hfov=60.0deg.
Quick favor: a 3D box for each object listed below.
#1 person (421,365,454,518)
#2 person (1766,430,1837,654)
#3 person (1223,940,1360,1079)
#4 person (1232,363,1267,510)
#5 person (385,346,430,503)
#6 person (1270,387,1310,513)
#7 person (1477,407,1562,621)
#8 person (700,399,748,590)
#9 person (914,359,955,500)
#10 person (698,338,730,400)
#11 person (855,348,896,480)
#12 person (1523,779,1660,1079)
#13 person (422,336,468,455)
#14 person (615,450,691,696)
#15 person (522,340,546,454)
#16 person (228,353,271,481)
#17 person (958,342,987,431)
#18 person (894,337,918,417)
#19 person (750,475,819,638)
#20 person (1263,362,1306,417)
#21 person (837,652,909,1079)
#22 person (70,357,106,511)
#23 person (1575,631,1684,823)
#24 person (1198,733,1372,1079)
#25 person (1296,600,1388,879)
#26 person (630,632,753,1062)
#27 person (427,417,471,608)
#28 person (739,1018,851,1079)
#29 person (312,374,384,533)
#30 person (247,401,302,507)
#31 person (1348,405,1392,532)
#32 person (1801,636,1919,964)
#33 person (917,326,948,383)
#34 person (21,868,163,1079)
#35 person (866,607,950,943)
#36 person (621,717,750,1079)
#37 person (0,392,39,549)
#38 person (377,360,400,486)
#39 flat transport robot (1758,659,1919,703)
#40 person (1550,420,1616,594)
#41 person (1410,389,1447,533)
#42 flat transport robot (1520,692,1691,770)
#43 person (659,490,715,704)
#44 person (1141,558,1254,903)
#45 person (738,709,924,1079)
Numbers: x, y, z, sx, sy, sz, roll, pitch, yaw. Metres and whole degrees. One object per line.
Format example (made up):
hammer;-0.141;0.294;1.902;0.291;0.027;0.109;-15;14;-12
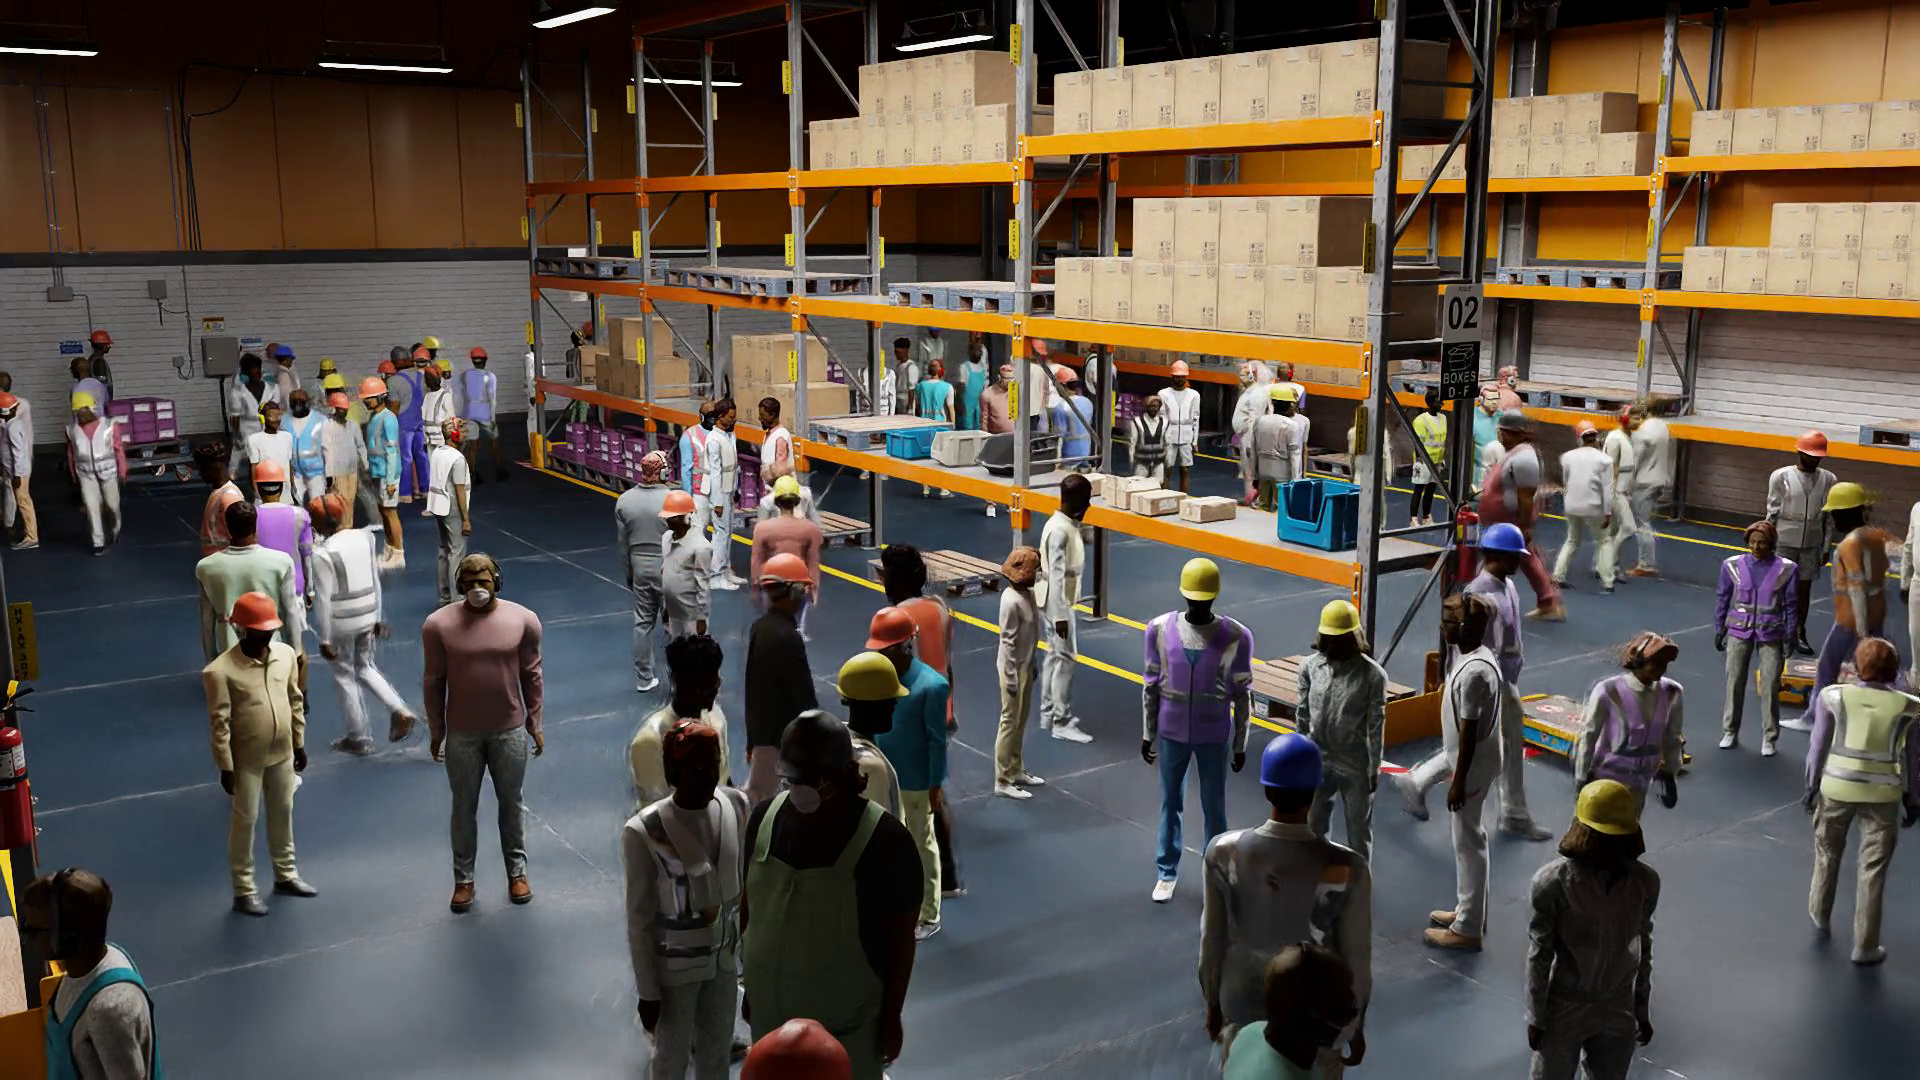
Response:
person;-6.424;-1.209;20.444;0.576;1.883;0.355;9;14;40
person;7.101;0.020;14.060;0.548;1.926;0.387;2;11;8
person;0.807;1.939;4.352;1.027;1.893;0.625;2;11;8
person;3.549;-1.228;20.508;0.399;1.900;0.644;0;11;2
person;-7.211;-1.508;21.572;0.536;2.000;0.688;5;12;26
person;3.562;-0.748;18.179;0.508;1.847;0.345;-1;11;-6
person;5.048;-0.254;15.151;1.031;2.000;0.689;2;11;12
person;-2.363;-0.452;16.521;0.409;1.907;0.598;1;11;3
person;-0.326;-1.438;21.710;0.570;1.845;0.384;5;12;23
person;-3.861;-2.274;26.011;0.519;1.851;0.590;-3;11;-16
person;-1.191;-1.779;23.354;0.572;1.887;0.356;2;11;11
person;2.261;1.691;5.960;0.492;1.743;0.295;-2;11;-10
person;-7.812;-2.105;24.961;0.655;1.908;0.594;-3;11;-13
person;-2.320;0.257;12.880;0.643;1.909;0.410;4;12;19
person;-6.612;-2.286;25.959;0.355;1.883;0.573;0;11;2
person;-9.974;-1.731;23.367;0.673;1.796;0.668;2;11;9
person;0.179;-2.040;24.809;0.525;1.835;0.469;-8;13;-35
person;-0.792;-1.959;24.098;0.378;1.957;0.610;-4;12;-20
person;-1.308;0.386;12.645;0.527;1.749;0.719;-4;12;-20
person;4.147;-1.373;21.390;0.565;1.841;0.396;4;12;19
person;-0.393;1.404;6.957;0.366;1.927;0.590;-5;12;-23
person;-10.965;-1.335;20.947;0.371;1.940;0.627;0;11;-1
person;3.431;1.244;8.582;0.525;1.611;0.576;-3;11;-14
person;1.131;1.624;5.812;0.604;1.939;0.415;5;12;26
person;1.981;1.155;8.732;0.482;1.733;0.335;7;13;32
person;-1.150;1.341;7.218;0.416;1.944;0.651;4;12;20
person;-4.766;-0.231;15.572;0.393;1.836;0.561;-9;14;-39
person;-0.342;2.010;3.587;0.605;2.034;0.390;2;11;9
person;-7.243;-0.993;19.368;0.999;1.873;0.594;-2;11;-11
person;-6.837;-0.459;16.631;0.328;1.876;0.513;7;13;32
person;4.673;-0.749;18.872;0.580;1.580;0.858;9;14;38
person;4.563;1.284;8.409;0.539;1.601;0.656;6;12;27
person;-0.505;-2.912;29.075;0.611;1.924;0.747;-5;12;-26
person;-2.526;1.841;4.943;0.347;1.842;0.505;-8;13;-34
person;-0.313;1.189;8.545;0.575;1.739;0.350;9;14;38
person;-0.976;1.578;6.183;0.356;1.883;0.574;9;14;38
person;-10.548;-0.775;18.559;0.338;1.748;0.566;-6;13;-28
person;-7.766;-1.577;22.659;0.342;1.749;0.573;2;11;11
flat transport robot;6.881;1.117;12.680;1.431;0.197;0.652;5;12;25
person;6.190;-0.318;16.391;0.472;1.712;0.575;-9;14;-38
person;5.503;-0.931;19.493;0.539;1.698;0.318;-8;14;-37
flat transport robot;4.284;1.326;11.610;0.652;0.197;1.431;-6;12;-27
person;-2.015;0.494;12.091;0.355;1.744;0.565;-10;15;-41
person;1.263;1.027;8.914;0.587;1.918;0.396;3;12;17
person;-0.500;1.578;5.778;0.674;2.000;0.535;5;12;23
